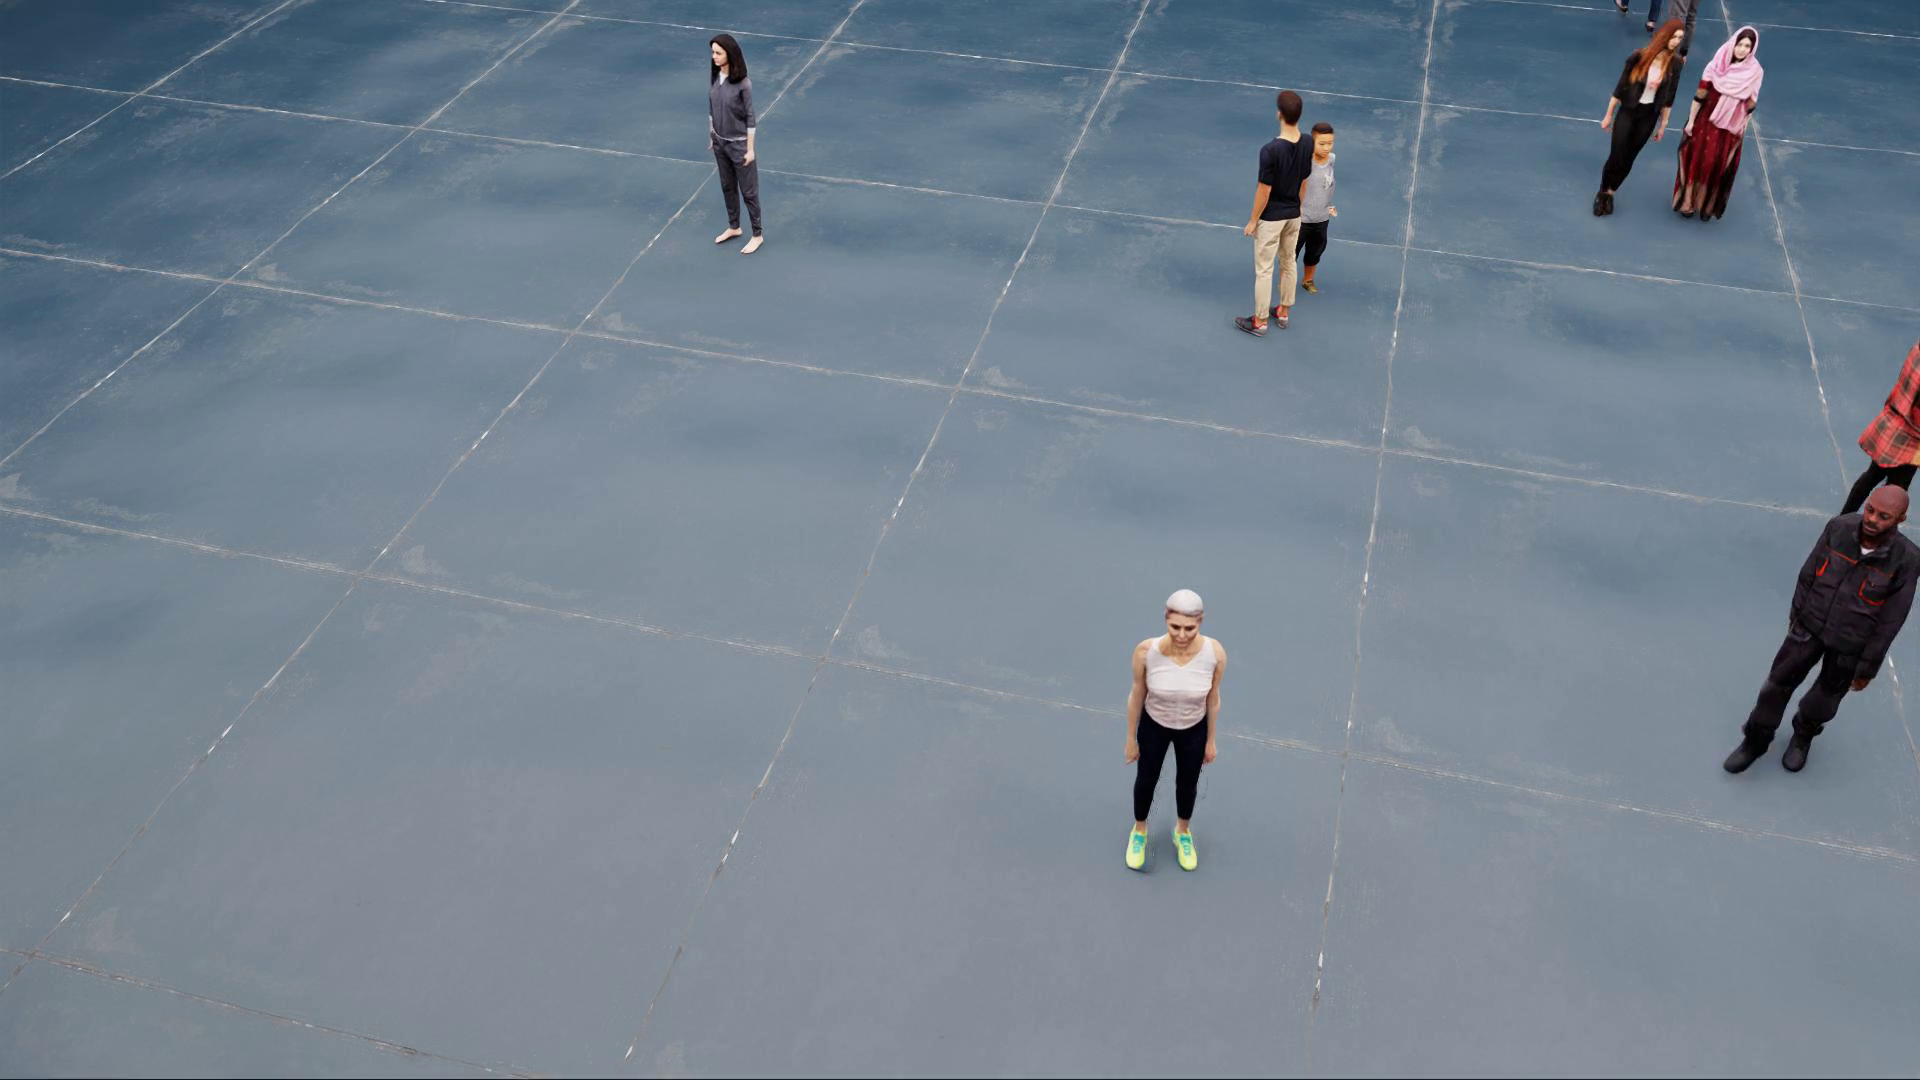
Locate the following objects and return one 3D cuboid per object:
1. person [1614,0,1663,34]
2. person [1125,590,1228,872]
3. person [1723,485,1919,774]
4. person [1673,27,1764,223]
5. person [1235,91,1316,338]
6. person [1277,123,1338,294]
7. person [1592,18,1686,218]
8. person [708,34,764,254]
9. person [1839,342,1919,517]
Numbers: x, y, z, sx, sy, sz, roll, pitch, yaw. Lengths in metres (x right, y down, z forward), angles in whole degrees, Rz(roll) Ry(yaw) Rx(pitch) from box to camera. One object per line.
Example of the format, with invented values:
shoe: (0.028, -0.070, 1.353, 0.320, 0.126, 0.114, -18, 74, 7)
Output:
person: (7.049, -6.018, 16.886, 0.828, 1.679, 1.116, 0, 38, 0)
person: (1.022, 0.903, 8.021, 0.653, 1.703, 0.610, 0, 38, 0)
person: (4.551, 0.422, 8.547, 0.889, 1.812, 0.973, 28, 46, 31)
person: (6.199, -3.435, 13.628, 0.703, 1.626, 0.705, 17, 41, 20)
person: (2.315, -2.348, 12.057, 0.690, 1.850, 0.757, -21, 43, -24)
person: (2.660, -2.544, 12.629, 0.630, 1.453, 0.637, -9, 39, -12)
person: (5.556, -3.503, 13.664, 0.658, 1.688, 0.627, 9, 39, 11)
person: (-1.782, -3.143, 13.142, 0.666, 1.764, 0.637, 25, 44, 28)
person: (5.630, -0.648, 10.007, 0.729, 1.697, 0.556, 3, 38, 3)
